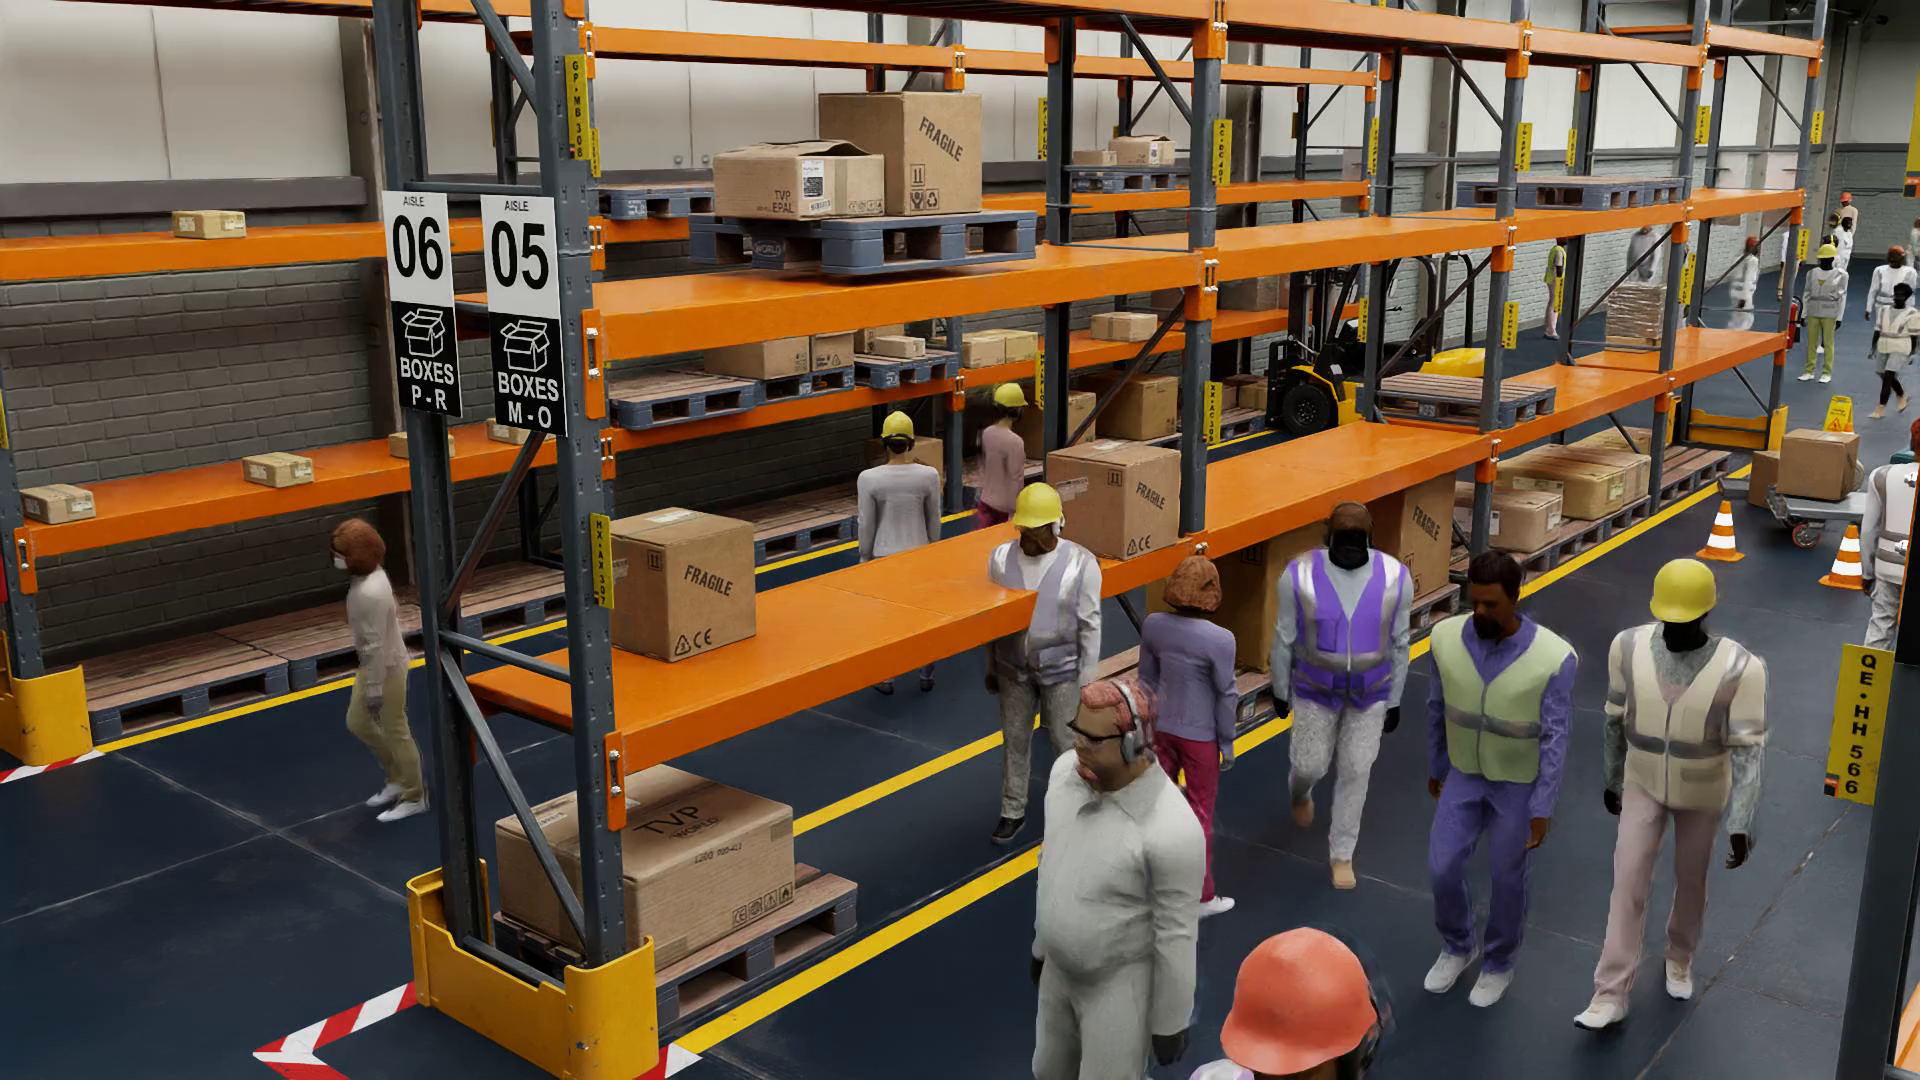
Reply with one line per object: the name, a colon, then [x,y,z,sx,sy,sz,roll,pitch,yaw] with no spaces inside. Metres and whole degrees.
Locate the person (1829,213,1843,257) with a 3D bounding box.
person: [17.697,-5.695,33.703,0.393,1.838,0.673,10,17,35]

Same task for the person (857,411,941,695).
person: [-0.377,0.086,10.284,0.526,1.769,0.328,-3,14,-11]

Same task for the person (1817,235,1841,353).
person: [13.661,-3.869,26.207,0.333,1.855,0.530,8,16,30]

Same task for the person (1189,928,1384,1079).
person: [0.718,1.672,3.319,0.616,2.019,0.834,13,19,43]

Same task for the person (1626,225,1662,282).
person: [12.950,-5.190,31.597,0.663,1.854,0.944,12,18,41]

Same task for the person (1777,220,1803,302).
person: [17.000,-5.726,33.977,0.571,1.749,0.330,-5,15,-19]

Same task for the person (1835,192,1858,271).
person: [21.575,-7.488,40.667,0.388,1.987,0.608,-7,15,-25]

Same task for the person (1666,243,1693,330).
person: [10.585,-3.469,24.595,0.338,1.845,0.514,-6,15,-23]

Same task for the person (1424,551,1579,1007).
person: [2.083,0.947,6.532,0.594,1.894,0.503,10,17,36]

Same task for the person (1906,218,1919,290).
person: [21.041,-6.268,36.503,0.576,1.598,0.646,-7,15,-25]

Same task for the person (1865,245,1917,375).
person: [13.500,-3.351,24.132,0.577,1.845,0.963,12,18,40]

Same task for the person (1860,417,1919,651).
person: [5.437,0.216,9.508,0.354,1.886,0.572,-9,16,-33]

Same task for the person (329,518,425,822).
person: [-2.889,0.658,8.276,0.395,1.605,0.520,-8,16,-30]

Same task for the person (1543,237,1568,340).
person: [9.999,-4.281,27.898,0.389,1.847,0.566,2,14,9]

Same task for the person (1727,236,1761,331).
person: [12.161,-3.792,25.894,0.499,1.848,0.597,0,14,-2]

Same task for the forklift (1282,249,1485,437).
forklift: [4.886,-2.214,18.767,2.313,2.155,1.214,11,18,38]

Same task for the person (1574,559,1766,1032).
person: [2.740,0.984,6.397,0.621,1.865,0.966,10,17,36]

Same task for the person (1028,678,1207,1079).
person: [0.477,1.305,5.057,0.622,1.892,0.657,-8,16,-30]

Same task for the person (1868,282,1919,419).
person: [11.467,-2.328,20.333,0.809,1.663,0.522,-7,15,-26]

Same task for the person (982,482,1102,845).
person: [0.378,0.608,8.042,0.613,1.823,0.403,5,15,21]

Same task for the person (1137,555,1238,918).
person: [1.009,0.865,7.385,0.501,1.633,0.285,13,19,42]

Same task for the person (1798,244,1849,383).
person: [12.003,-3.153,23.169,0.393,1.921,0.588,-10,17,-35]

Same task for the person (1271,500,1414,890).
person: [1.770,0.676,7.788,0.628,1.819,0.625,1,14,6]
